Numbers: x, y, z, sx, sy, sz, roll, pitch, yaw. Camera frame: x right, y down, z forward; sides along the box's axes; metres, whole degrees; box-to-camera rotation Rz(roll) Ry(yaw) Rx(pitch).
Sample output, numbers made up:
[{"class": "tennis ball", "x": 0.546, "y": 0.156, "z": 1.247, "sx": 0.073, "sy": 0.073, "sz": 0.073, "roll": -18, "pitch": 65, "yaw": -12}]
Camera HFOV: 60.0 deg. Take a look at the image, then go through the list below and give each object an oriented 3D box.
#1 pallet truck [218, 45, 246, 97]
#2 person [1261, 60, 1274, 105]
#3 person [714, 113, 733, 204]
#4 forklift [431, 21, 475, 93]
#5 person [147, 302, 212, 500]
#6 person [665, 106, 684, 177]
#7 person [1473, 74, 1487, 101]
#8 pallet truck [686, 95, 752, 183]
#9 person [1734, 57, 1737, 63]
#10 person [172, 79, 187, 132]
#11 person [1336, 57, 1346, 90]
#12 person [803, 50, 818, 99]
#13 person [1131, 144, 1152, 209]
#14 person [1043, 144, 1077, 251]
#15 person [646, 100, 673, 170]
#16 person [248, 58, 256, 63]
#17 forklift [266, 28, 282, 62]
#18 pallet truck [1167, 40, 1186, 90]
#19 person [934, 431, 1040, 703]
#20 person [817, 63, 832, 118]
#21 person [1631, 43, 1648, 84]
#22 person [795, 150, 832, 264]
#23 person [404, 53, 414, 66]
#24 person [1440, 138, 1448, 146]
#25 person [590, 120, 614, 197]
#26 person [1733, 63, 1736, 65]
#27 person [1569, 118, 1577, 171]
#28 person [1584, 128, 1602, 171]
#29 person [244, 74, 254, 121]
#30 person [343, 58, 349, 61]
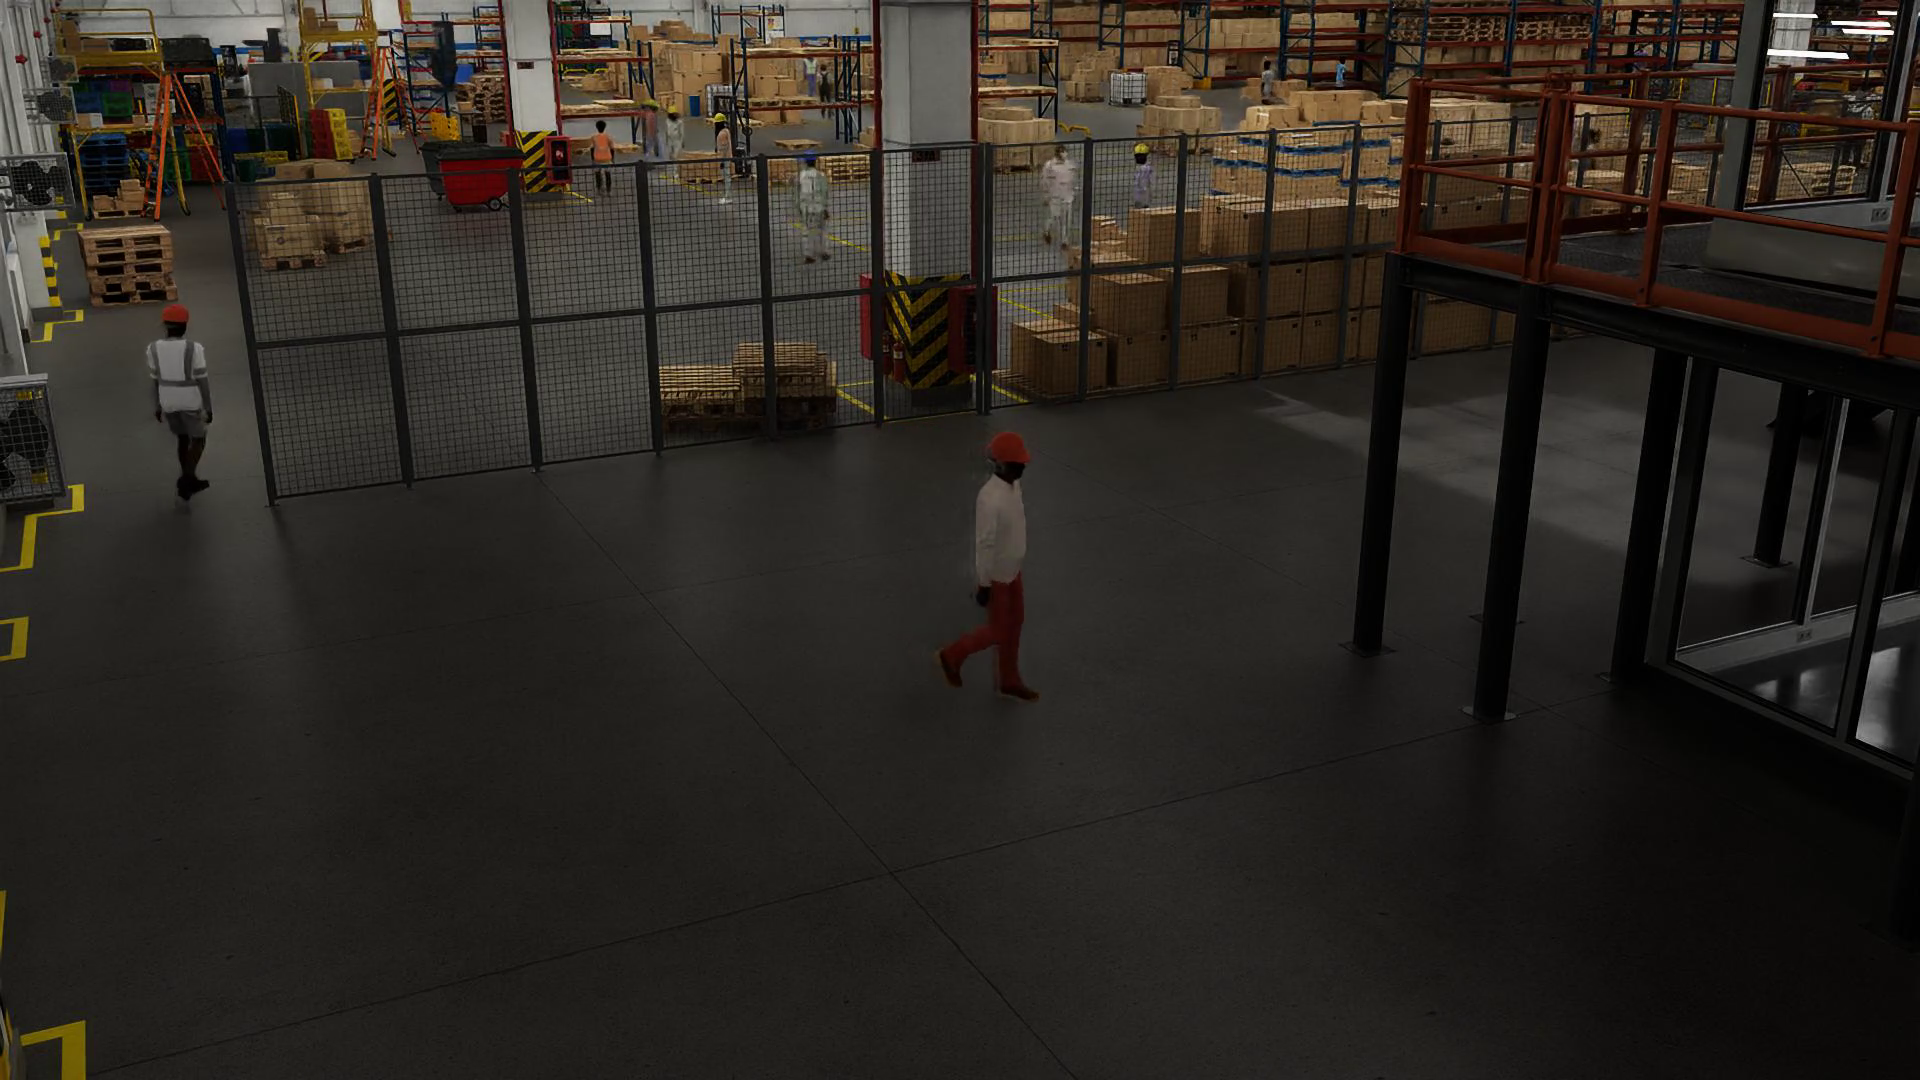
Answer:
[{"class": "pallet truck", "x": -28.879, "y": -18.665, "z": 66.111, "sx": 0.823, "sy": 1.965, "sz": 1.885, "roll": -3, "pitch": 19, "yaw": -9}, {"class": "person", "x": 10.432, "y": -15.254, "z": 56.307, "sx": 0.766, "sy": 1.944, "sz": 0.611, "roll": 15, "pitch": 24, "yaw": 37}, {"class": "person", "x": -5.133, "y": -8.283, "z": 36.125, "sx": 0.383, "sy": 1.923, "sz": 0.589, "roll": 0, "pitch": 19, "yaw": -1}, {"class": "forklift", "x": -20.920, "y": -19.720, "z": 67.836, "sx": 1.129, "sy": 2.768, "sz": 1.873, "roll": 14, "pitch": 23, "yaw": 35}, {"class": "person", "x": -7.478, "y": -1.300, "z": 15.913, "sx": 0.580, "sy": 1.909, "sz": 0.702, "roll": 0, "pitch": 19, "yaw": 1}, {"class": "person", "x": -6.942, "y": -9.719, "z": 40.588, "sx": 0.487, "sy": 1.732, "sz": 0.480, "roll": 6, "pitch": 20, "yaw": 16}, {"class": "person", "x": 15.489, "y": -12.863, "z": 49.439, "sx": 0.555, "sy": 1.909, "sz": 0.886, "roll": -18, "pitch": 26, "yaw": -42}, {"class": "pallet truck", "x": -5.836, "y": -9.608, "z": 39.856, "sx": 0.823, "sy": 1.965, "sz": 1.885, "roll": 10, "pitch": 22, "yaw": 27}, {"class": "person", "x": 29.615, "y": -17.605, "z": 63.544, "sx": 0.887, "sy": 1.646, "sz": 0.549, "roll": -12, "pitch": 23, "yaw": -32}, {"class": "person", "x": -24.261, "y": -13.458, "z": 51.571, "sx": 0.516, "sy": 1.631, "sz": 0.313, "roll": 0, "pitch": 19, "yaw": -1}, {"class": "person", "x": 14.447, "y": -17.468, "z": 63.097, "sx": 0.321, "sy": 1.693, "sz": 0.530, "roll": -6, "pitch": 20, "yaw": -17}, {"class": "person", "x": -5.735, "y": -17.963, "z": 64.220, "sx": 0.614, "sy": 1.897, "sz": 0.458, "roll": -10, "pitch": 21, "yaw": -26}, {"class": "person", "x": 3.267, "y": -6.150, "z": 29.988, "sx": 0.382, "sy": 1.906, "sz": 0.671, "roll": -1, "pitch": 19, "yaw": -3}, {"class": "person", "x": 1.801, "y": -6.249, "z": 30.241, "sx": 0.633, "sy": 1.920, "sz": 0.736, "roll": -6, "pitch": 20, "yaw": -18}, {"class": "person", "x": -7.664, "y": -10.263, "z": 42.153, "sx": 0.770, "sy": 1.740, "sz": 0.527, "roll": -13, "pitch": 23, "yaw": -33}, {"class": "person", "x": -24.412, "y": -15.689, "z": 57.576, "sx": 0.362, "sy": 1.934, "sz": 0.551, "roll": -7, "pitch": 20, "yaw": -19}, {"class": "forklift", "x": -24.567, "y": -16.973, "z": 59.873, "sx": 1.873, "sy": 2.768, "sz": 1.129, "roll": -9, "pitch": 21, "yaw": -25}, {"class": "pallet truck", "x": 9.045, "y": -19.971, "z": 69.895, "sx": 0.823, "sy": 1.965, "sz": 1.885, "roll": -3, "pitch": 19, "yaw": -8}, {"class": "person", "x": 0.214, "y": 0.191, "z": 11.492, "sx": 0.645, "sy": 1.977, "sz": 0.620, "roll": 7, "pitch": 20, "yaw": 19}, {"class": "person", "x": -4.593, "y": -15.276, "z": 56.536, "sx": 0.521, "sy": 1.829, "sz": 0.631, "roll": -4, "pitch": 19, "yaw": -12}, {"class": "person", "x": 27.907, "y": -19.423, "z": 68.397, "sx": 0.635, "sy": 1.937, "sz": 0.359, "roll": 3, "pitch": 19, "yaw": 10}, {"class": "person", "x": -2.513, "y": -5.790, "z": 28.899, "sx": 0.646, "sy": 1.917, "sz": 0.796, "roll": 6, "pitch": 20, "yaw": 18}, {"class": "person", "x": -20.515, "y": -17.198, "z": 61.988, "sx": 0.636, "sy": 1.916, "sz": 0.765, "roll": 0, "pitch": 19, "yaw": -1}, {"class": "person", "x": 9.248, "y": -6.780, "z": 31.946, "sx": 0.667, "sy": 1.814, "sz": 0.430, "roll": -2, "pitch": 19, "yaw": -6}, {"class": "person", "x": -8.027, "y": -8.546, "z": 37.272, "sx": 0.548, "sy": 1.673, "sz": 0.716, "roll": -7, "pitch": 20, "yaw": -20}, {"class": "person", "x": 26.196, "y": -15.292, "z": 56.623, "sx": 0.884, "sy": 1.794, "sz": 0.624, "roll": -9, "pitch": 21, "yaw": -24}, {"class": "person", "x": 13.945, "y": -9.113, "z": 38.377, "sx": 0.417, "sy": 2.034, "sz": 0.603, "roll": -3, "pitch": 19, "yaw": -8}, {"class": "person", "x": 12.651, "y": -7.347, "z": 33.517, "sx": 0.672, "sy": 1.853, "sz": 0.535, "roll": 3, "pitch": 19, "yaw": 8}, {"class": "person", "x": -23.336, "y": -14.767, "z": 55.015, "sx": 0.582, "sy": 1.865, "sz": 0.666, "roll": -4, "pitch": 19, "yaw": -11}, {"class": "person", "x": -21.356, "y": -15.776, "z": 57.846, "sx": 0.652, "sy": 1.923, "sz": 0.641, "roll": 1, "pitch": 19, "yaw": 2}]
